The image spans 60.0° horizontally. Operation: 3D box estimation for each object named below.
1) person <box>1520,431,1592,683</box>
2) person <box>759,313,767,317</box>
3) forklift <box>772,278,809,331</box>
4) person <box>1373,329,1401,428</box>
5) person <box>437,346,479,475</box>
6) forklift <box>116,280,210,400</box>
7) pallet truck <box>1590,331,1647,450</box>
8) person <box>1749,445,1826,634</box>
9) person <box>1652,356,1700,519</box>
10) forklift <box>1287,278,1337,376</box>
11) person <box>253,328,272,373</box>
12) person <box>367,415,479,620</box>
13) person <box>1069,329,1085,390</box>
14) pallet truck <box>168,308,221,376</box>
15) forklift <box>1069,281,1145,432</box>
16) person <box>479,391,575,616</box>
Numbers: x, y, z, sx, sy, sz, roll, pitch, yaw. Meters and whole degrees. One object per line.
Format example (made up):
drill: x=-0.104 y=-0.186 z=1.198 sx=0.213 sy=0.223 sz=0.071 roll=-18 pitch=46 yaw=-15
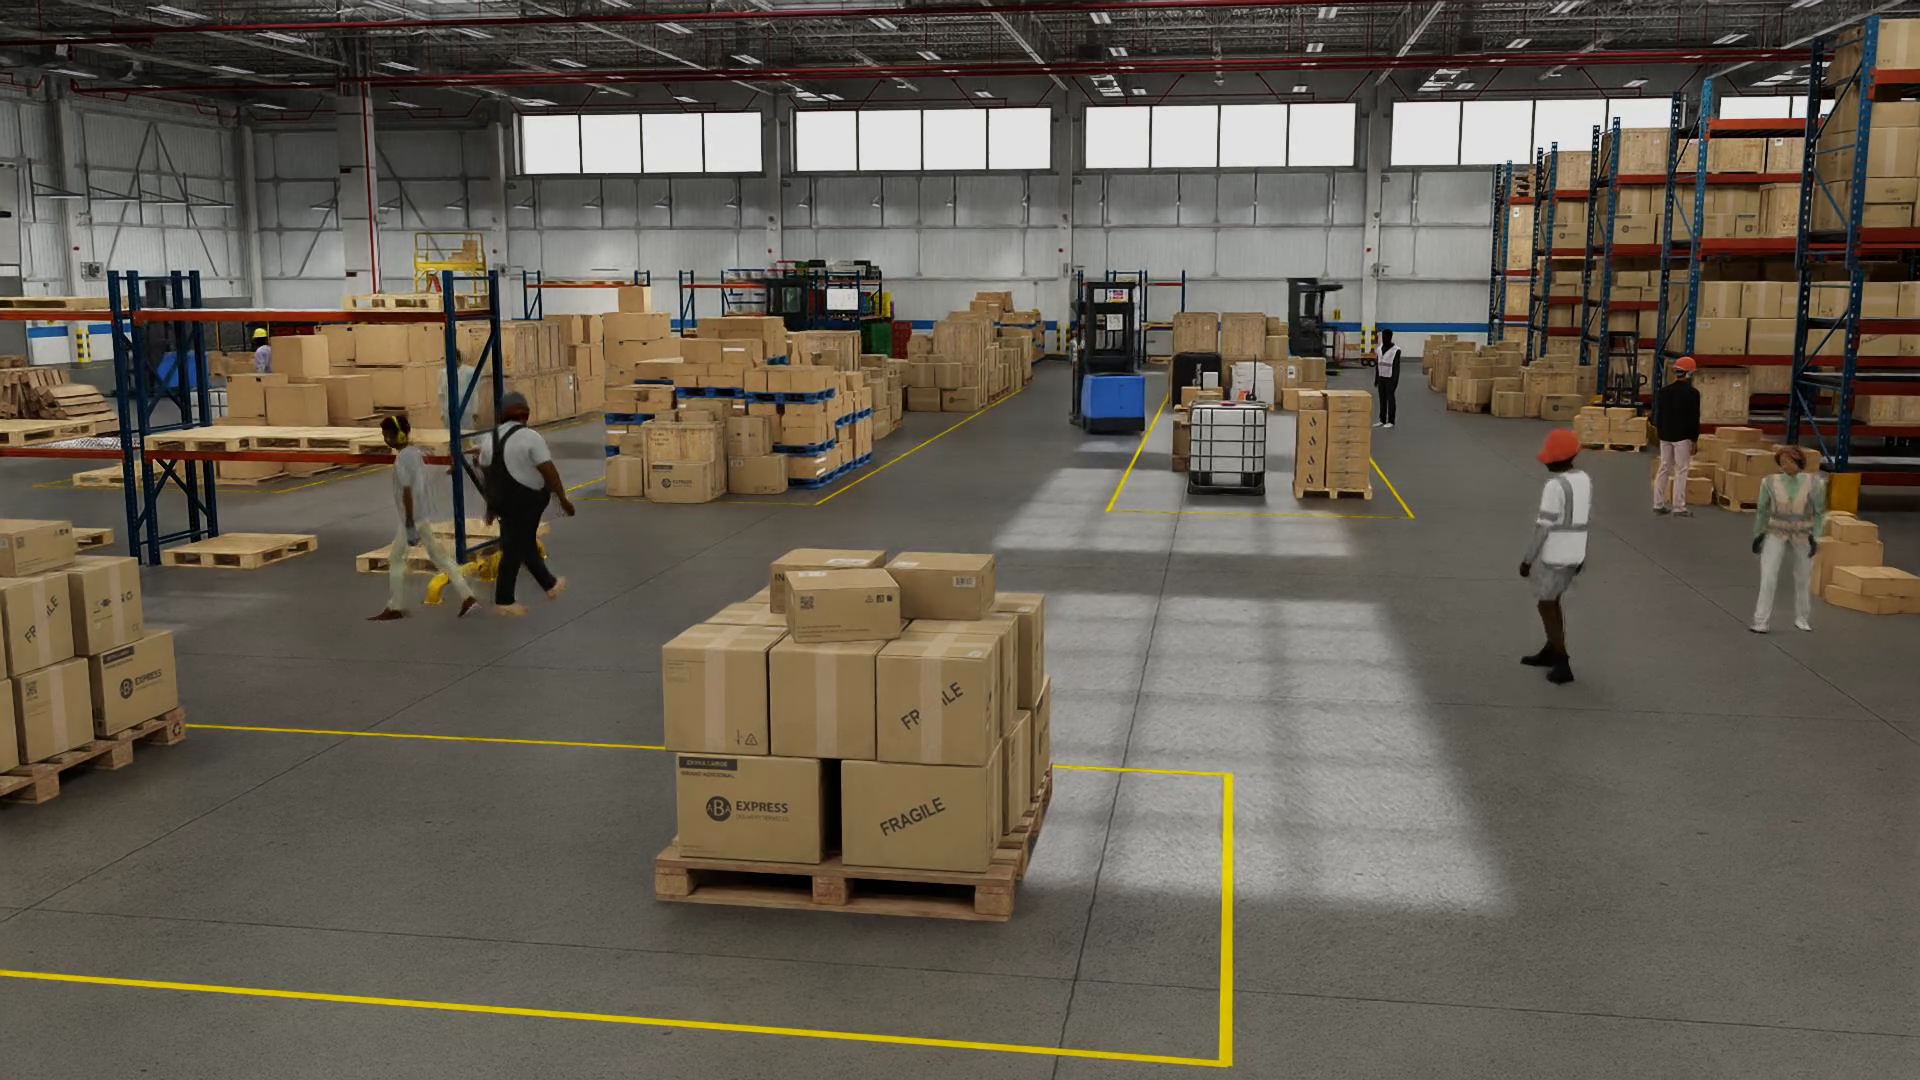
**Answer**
person: x=4.441 y=0.110 z=12.371 sx=0.605 sy=1.872 sz=0.623 roll=-8 pitch=12 yaw=-41
person: x=-5.396 y=-5.198 z=45.045 sx=1.016 sy=1.896 sz=0.541 roll=-2 pitch=9 yaw=-13
forklift: x=-4.444 y=-5.516 z=43.932 sx=1.129 sy=2.768 sz=1.873 roll=-6 pitch=11 yaw=-32
person: x=8.268 y=-3.121 z=32.156 sx=0.397 sy=1.911 sz=0.587 roll=-5 pitch=11 yaw=-29
person: x=-7.491 y=-1.952 z=24.933 sx=0.636 sy=1.914 sz=0.798 roll=2 pitch=9 yaw=10
forklift: x=-18.779 y=-4.726 z=39.059 sx=1.873 sy=2.768 sz=1.129 roll=-3 pitch=10 yaw=-16
pallet truck: x=11.253 y=-2.573 z=28.499 sx=0.823 sy=1.965 sz=1.885 roll=5 pitch=10 yaw=27
person: x=6.900 y=0.004 z=13.869 sx=0.539 sy=1.583 sz=0.741 roll=5 pitch=10 yaw=27
person: x=8.837 y=-1.258 z=20.449 sx=0.404 sy=1.987 sz=0.613 roll=-4 pitch=10 yaw=-23
forklift: x=9.728 y=-6.103 z=47.553 sx=1.129 sy=2.768 sz=1.873 roll=-8 pitch=12 yaw=-39
person: x=-13.374 y=-3.103 z=31.982 sx=0.363 sy=1.927 sz=0.587 roll=-1 pitch=9 yaw=-3
person: x=-4.652 y=-0.184 z=14.377 sx=0.972 sy=1.826 sz=0.578 roll=1 pitch=9 yaw=3
person: x=2.971 y=-4.454 z=41.320 sx=0.511 sy=1.600 sz=0.852 roll=-1 pitch=9 yaw=-6
pallet truck: x=-21.869 y=-5.598 z=47.154 sx=0.823 sy=1.965 sz=1.885 roll=4 pitch=10 yaw=26
forklift: x=2.814 y=-3.500 z=31.501 sx=1.129 sy=2.768 sz=1.873 roll=-1 pitch=9 yaw=-8
person: x=-3.863 y=-0.378 z=14.828 sx=0.799 sy=2.000 sz=1.035 roll=7 pitch=12 yaw=37
